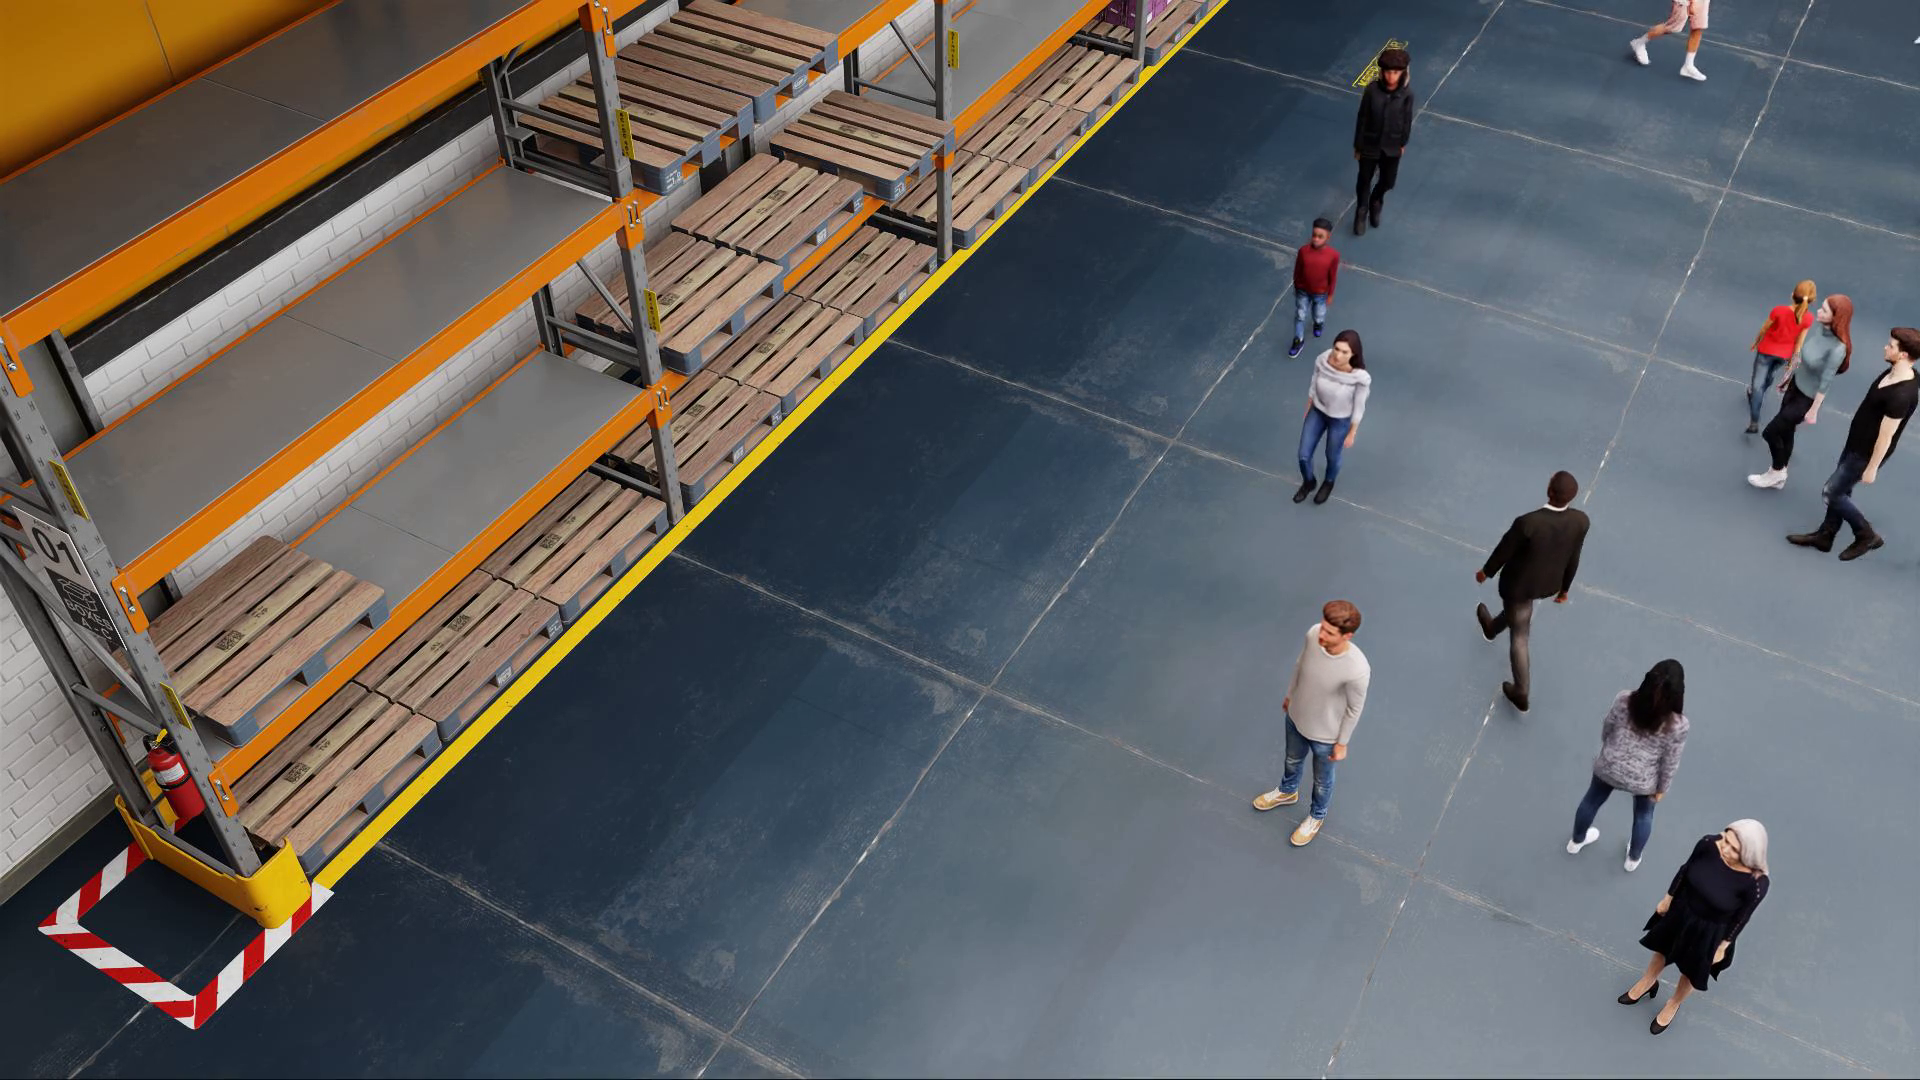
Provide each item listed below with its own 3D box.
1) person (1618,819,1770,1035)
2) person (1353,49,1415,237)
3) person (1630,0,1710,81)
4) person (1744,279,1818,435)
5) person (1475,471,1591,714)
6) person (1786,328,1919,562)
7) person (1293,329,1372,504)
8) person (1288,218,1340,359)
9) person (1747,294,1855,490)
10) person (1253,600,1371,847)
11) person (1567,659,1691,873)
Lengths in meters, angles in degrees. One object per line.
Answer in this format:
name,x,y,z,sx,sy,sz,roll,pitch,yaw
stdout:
person,3.936,2.058,8.882,0.711,1.746,0.696,-24,49,-23
person,3.733,-3.567,14.774,0.731,1.764,0.748,6,44,6
person,7.361,-5.585,16.891,1.129,1.765,0.984,-27,50,-26
person,6.295,-1.398,12.843,0.663,1.286,0.966,8,44,8
person,3.686,0.356,10.666,1.155,1.749,1.253,-8,44,-8
person,6.414,-0.615,11.595,0.800,1.875,0.788,14,45,14
person,2.746,-0.923,12.108,0.663,1.613,0.657,29,51,27
person,2.902,-2.097,13.605,0.550,1.247,0.689,16,46,16
person,6.237,-1.031,12.139,0.763,1.727,0.668,4,44,5
person,2.120,1.052,9.824,0.733,1.904,0.754,-25,49,-24
person,3.829,1.330,9.660,0.678,1.726,0.666,31,52,28
